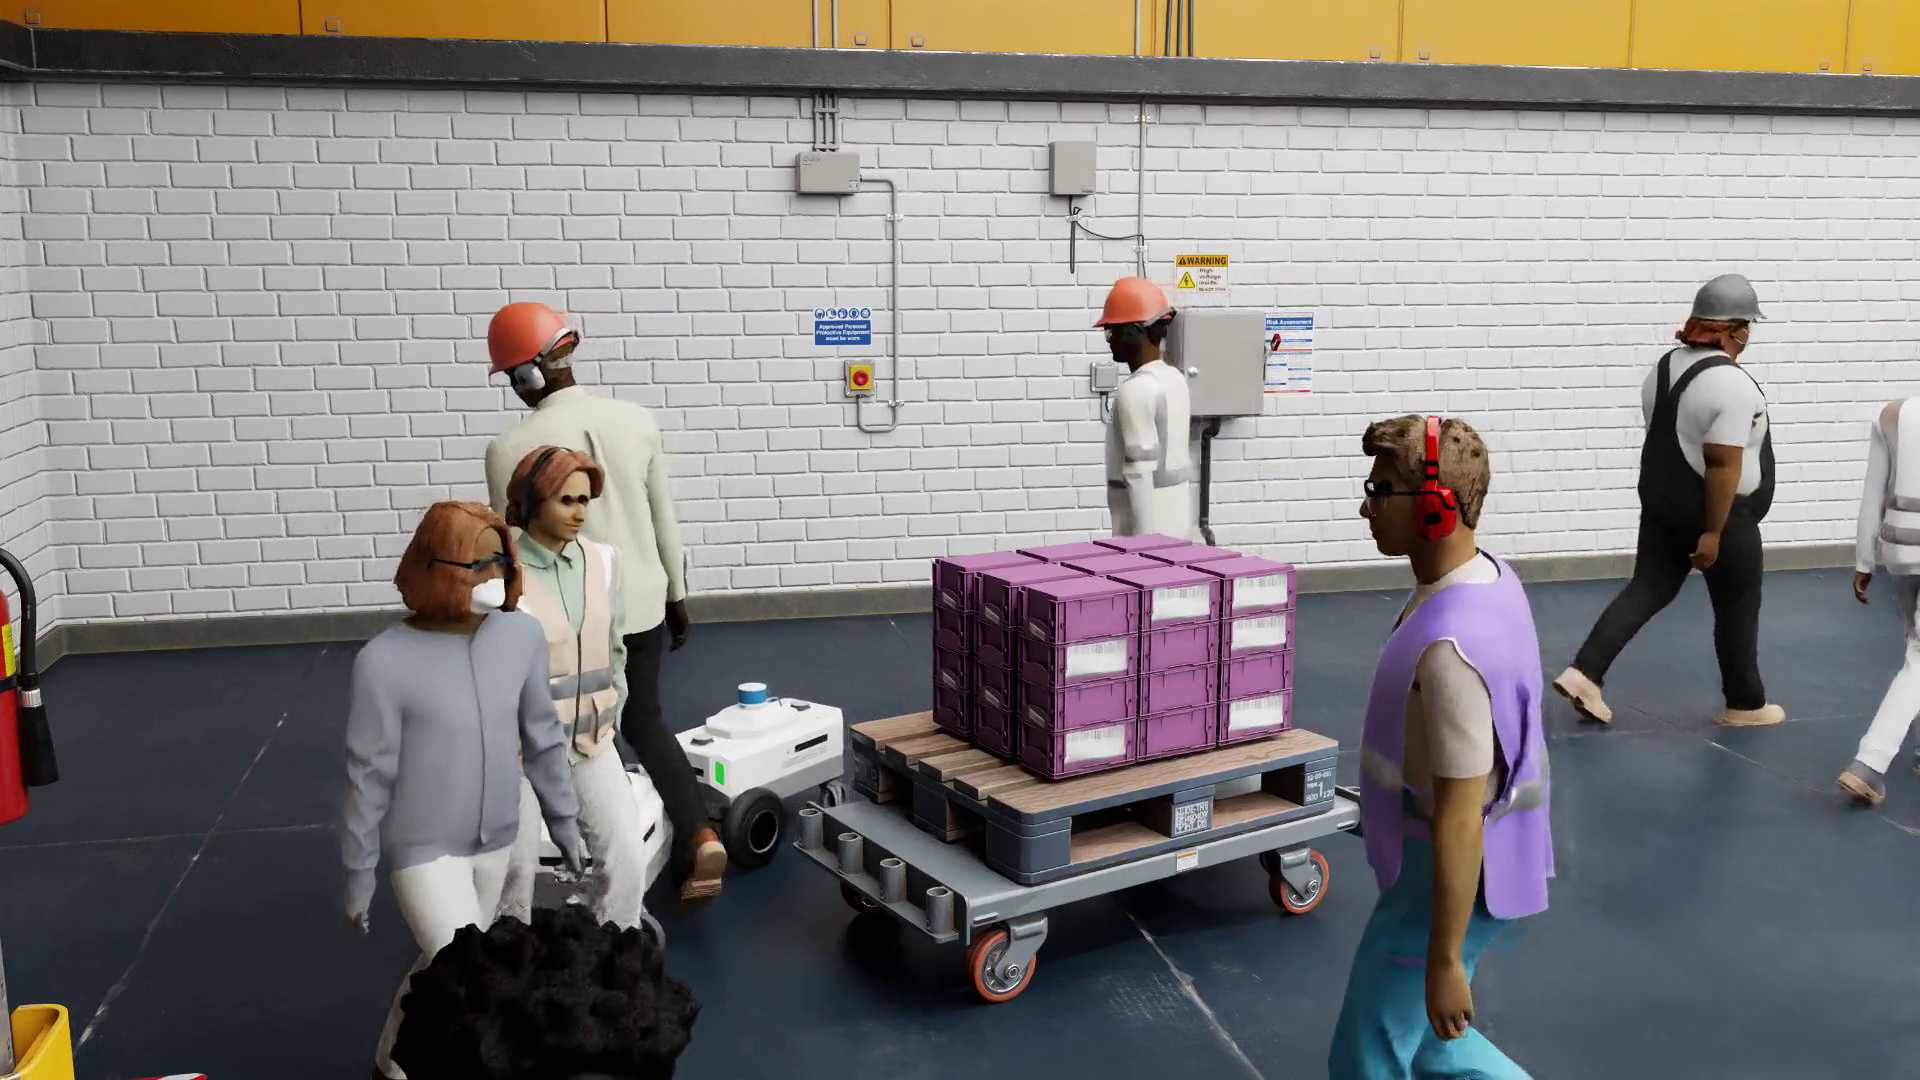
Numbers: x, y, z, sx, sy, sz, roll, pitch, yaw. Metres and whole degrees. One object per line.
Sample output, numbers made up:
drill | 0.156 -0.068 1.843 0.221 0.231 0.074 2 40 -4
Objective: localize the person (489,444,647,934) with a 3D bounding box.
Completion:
person | -1.004 0.570 4.238 0.635 1.610 0.552 9 13 40

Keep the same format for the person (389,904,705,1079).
person | -0.336 1.054 1.446 0.525 1.659 0.820 -6 12 -31

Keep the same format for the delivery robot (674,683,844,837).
delivery robot | -0.734 0.752 5.920 0.477 0.478 0.707 7 12 34

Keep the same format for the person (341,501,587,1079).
person | -1.137 0.686 3.728 0.865 1.583 0.513 7 12 33

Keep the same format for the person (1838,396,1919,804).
person | 3.705 0.090 6.328 0.963 1.839 0.591 -7 12 -33

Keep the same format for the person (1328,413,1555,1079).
person | 0.969 0.663 3.161 0.714 1.818 0.560 4 11 22

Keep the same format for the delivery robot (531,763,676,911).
delivery robot | -1.095 0.895 5.130 0.477 0.478 0.707 1 10 5

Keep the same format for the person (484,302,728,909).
person | -1.095 0.250 5.133 0.663 1.950 0.732 -9 14 -42

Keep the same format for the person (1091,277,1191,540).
person | 0.729 -0.054 6.700 1.069 1.994 0.625 5 12 28

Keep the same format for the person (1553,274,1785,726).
person | 3.131 -0.178 7.215 1.005 2.000 0.679 -3 11 -14
